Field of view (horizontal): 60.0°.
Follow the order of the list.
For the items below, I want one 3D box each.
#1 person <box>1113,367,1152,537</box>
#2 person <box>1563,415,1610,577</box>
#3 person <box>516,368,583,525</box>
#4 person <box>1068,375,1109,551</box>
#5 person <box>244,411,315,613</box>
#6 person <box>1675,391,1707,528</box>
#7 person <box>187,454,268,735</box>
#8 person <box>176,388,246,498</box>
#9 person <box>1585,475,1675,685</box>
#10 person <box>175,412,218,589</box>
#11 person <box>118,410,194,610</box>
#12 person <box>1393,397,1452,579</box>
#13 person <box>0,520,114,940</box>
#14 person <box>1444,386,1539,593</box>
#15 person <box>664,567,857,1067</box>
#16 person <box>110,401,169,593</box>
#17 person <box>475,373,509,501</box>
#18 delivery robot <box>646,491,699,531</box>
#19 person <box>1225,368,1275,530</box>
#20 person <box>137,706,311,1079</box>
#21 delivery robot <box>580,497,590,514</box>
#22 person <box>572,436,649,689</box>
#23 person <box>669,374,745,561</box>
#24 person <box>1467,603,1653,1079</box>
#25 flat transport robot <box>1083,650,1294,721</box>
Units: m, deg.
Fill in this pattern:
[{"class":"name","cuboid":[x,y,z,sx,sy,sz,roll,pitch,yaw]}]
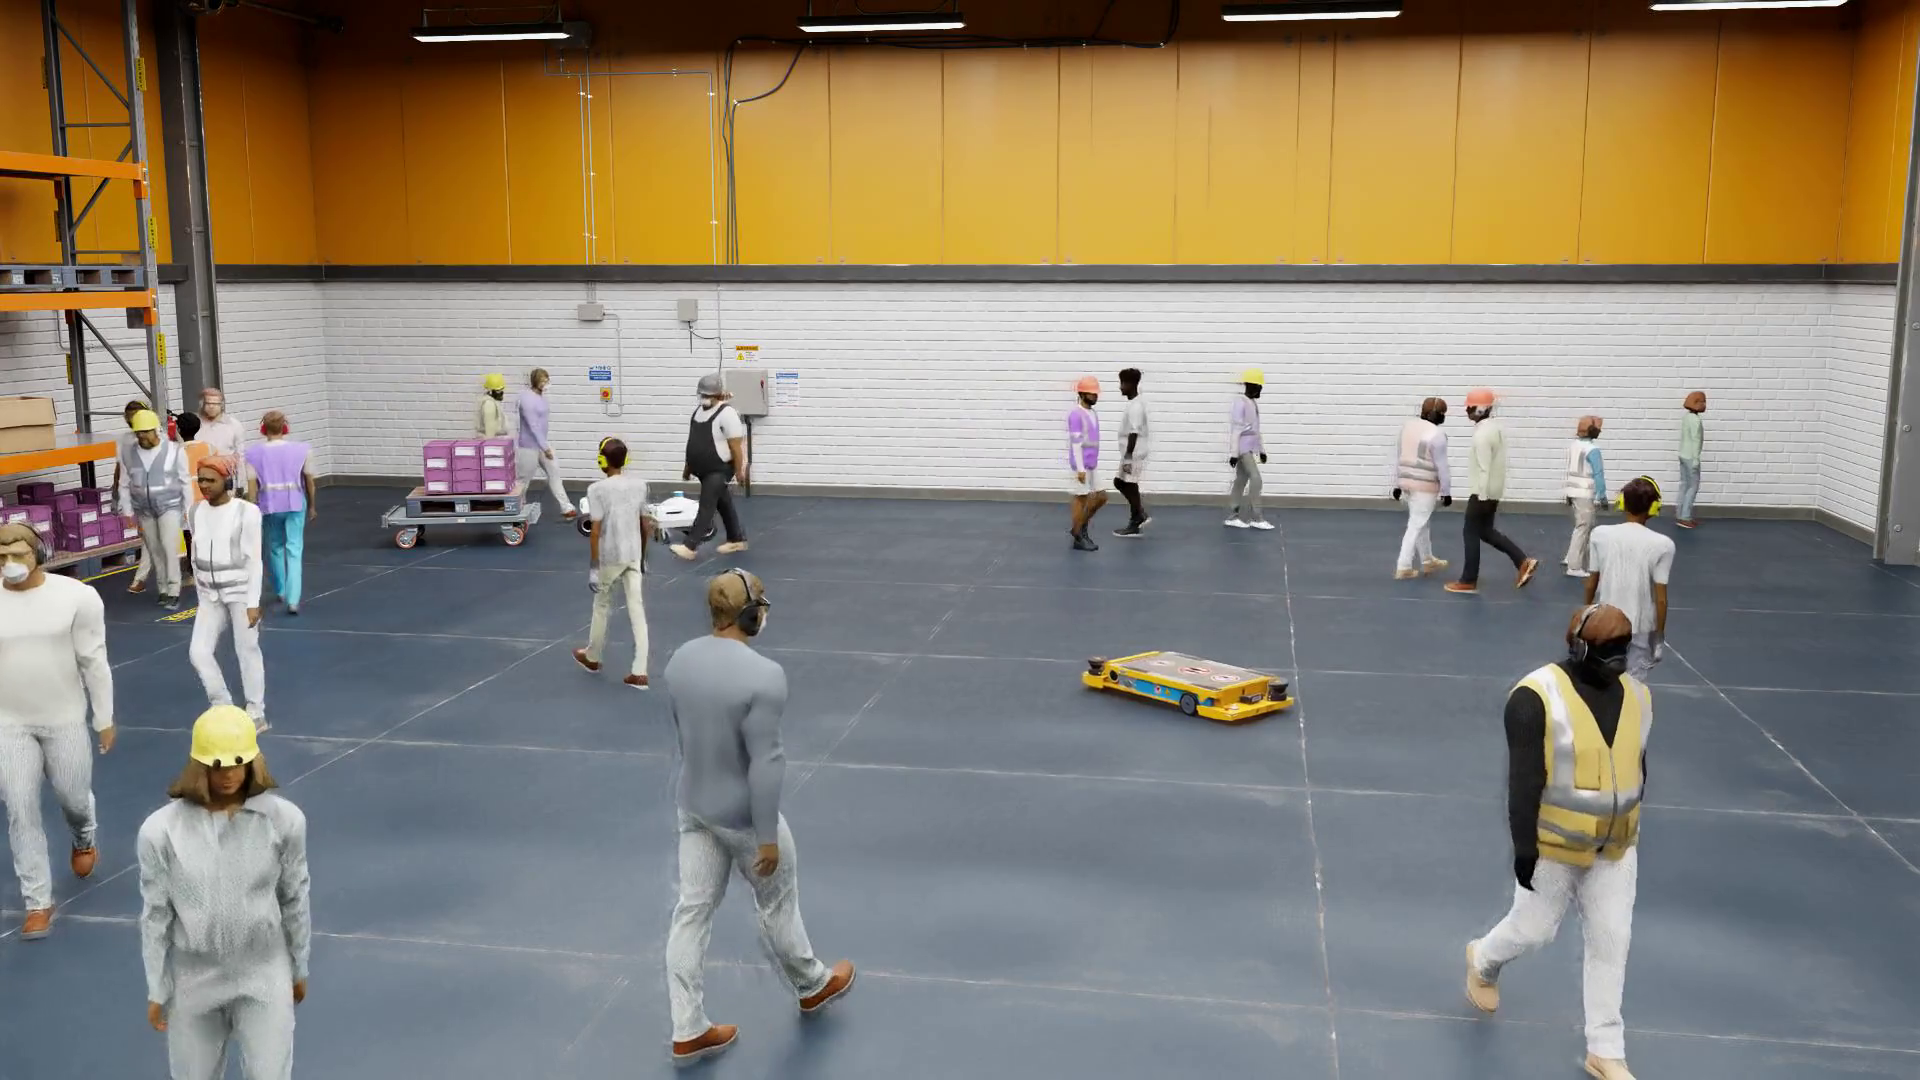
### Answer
[{"class":"person","cuboid":[1.951,-0.998,19.024,0.415,1.953,0.644,1,9,4]},{"class":"person","cuboid":[6.215,-0.426,16.505,0.377,1.623,0.519,0,9,1]},{"class":"person","cuboid":[-4.956,-1.102,19.861,1.009,1.887,0.633,2,9,10]},{"class":"person","cuboid":[1.388,-0.826,18.051,0.407,1.918,0.555,6,11,34]},{"class":"person","cuboid":[-6.103,-0.261,14.963,0.562,1.793,0.995,-3,10,-20]},{"class":"person","cuboid":[8.718,-0.963,19.811,0.290,1.633,0.508,1,9,6]},{"class":"person","cuboid":[-4.742,0.383,10.747,0.587,1.867,0.523,2,9,12]},{"class":"person","cuboid":[-7.624,-0.621,16.968,0.667,1.869,0.824,-3,10,-20]},{"class":"person","cuboid":[3.929,0.534,9.876,0.522,1.843,0.728,5,11,30]},{"class":"person","cuboid":[-7.354,-0.379,15.980,0.322,1.697,0.535,6,11,32]},{"class":"person","cuboid":[-7.244,-0.263,14.938,0.591,1.801,0.743,-1,9,-6]},{"class":"person","cuboid":[4.669,-0.511,16.482,0.835,1.805,0.645,-4,10,-22]},{"class":"person","cuboid":[-4.304,0.833,7.795,0.636,1.914,0.798,-3,10,-19]},{"class":"person","cuboid":[5.008,-0.456,15.598,0.741,1.974,0.624,5,11,30]},{"class":"person","cuboid":[-0.808,1.039,6.548,0.661,1.897,0.958,7,12,38]},{"class":"person","cuboid":[-7.858,-0.439,16.005,0.543,1.821,0.996,0,9,1]},{"class":"person","cuboid":[-5.747,-1.158,20.481,0.417,1.803,0.616,-4,10,-23]},{"class":"delivery robot","cuboid":[-3.177,-0.308,18.785,0.707,0.478,0.477,-5,10,-29]},{"class":"person","cuboid":[3.471,-1.058,19.549,0.785,1.898,0.606,4,10,26]},{"class":"person","cuboid":[-2.296,1.336,5.245,0.492,1.724,0.617,-4,10,-24]},{"class":"delivery robot","cuboid":[-4.022,-0.382,19.242,0.707,0.478,0.477,0,9,-3]},{"class":"person","cuboid":[-2.576,0.148,12.300,0.555,1.825,0.932,-7,12,-39]},{"class":"person","cuboid":[-2.673,-0.815,17.623,1.053,2.000,0.706,-7,12,-38]},{"class":"person","cuboid":[2.317,1.113,6.362,0.623,1.819,0.814,-2,9,-13]},{"class":"flat transport robot","cuboid":[1.599,1.006,11.804,0.652,0.197,1.431,-8,12,-39]}]
